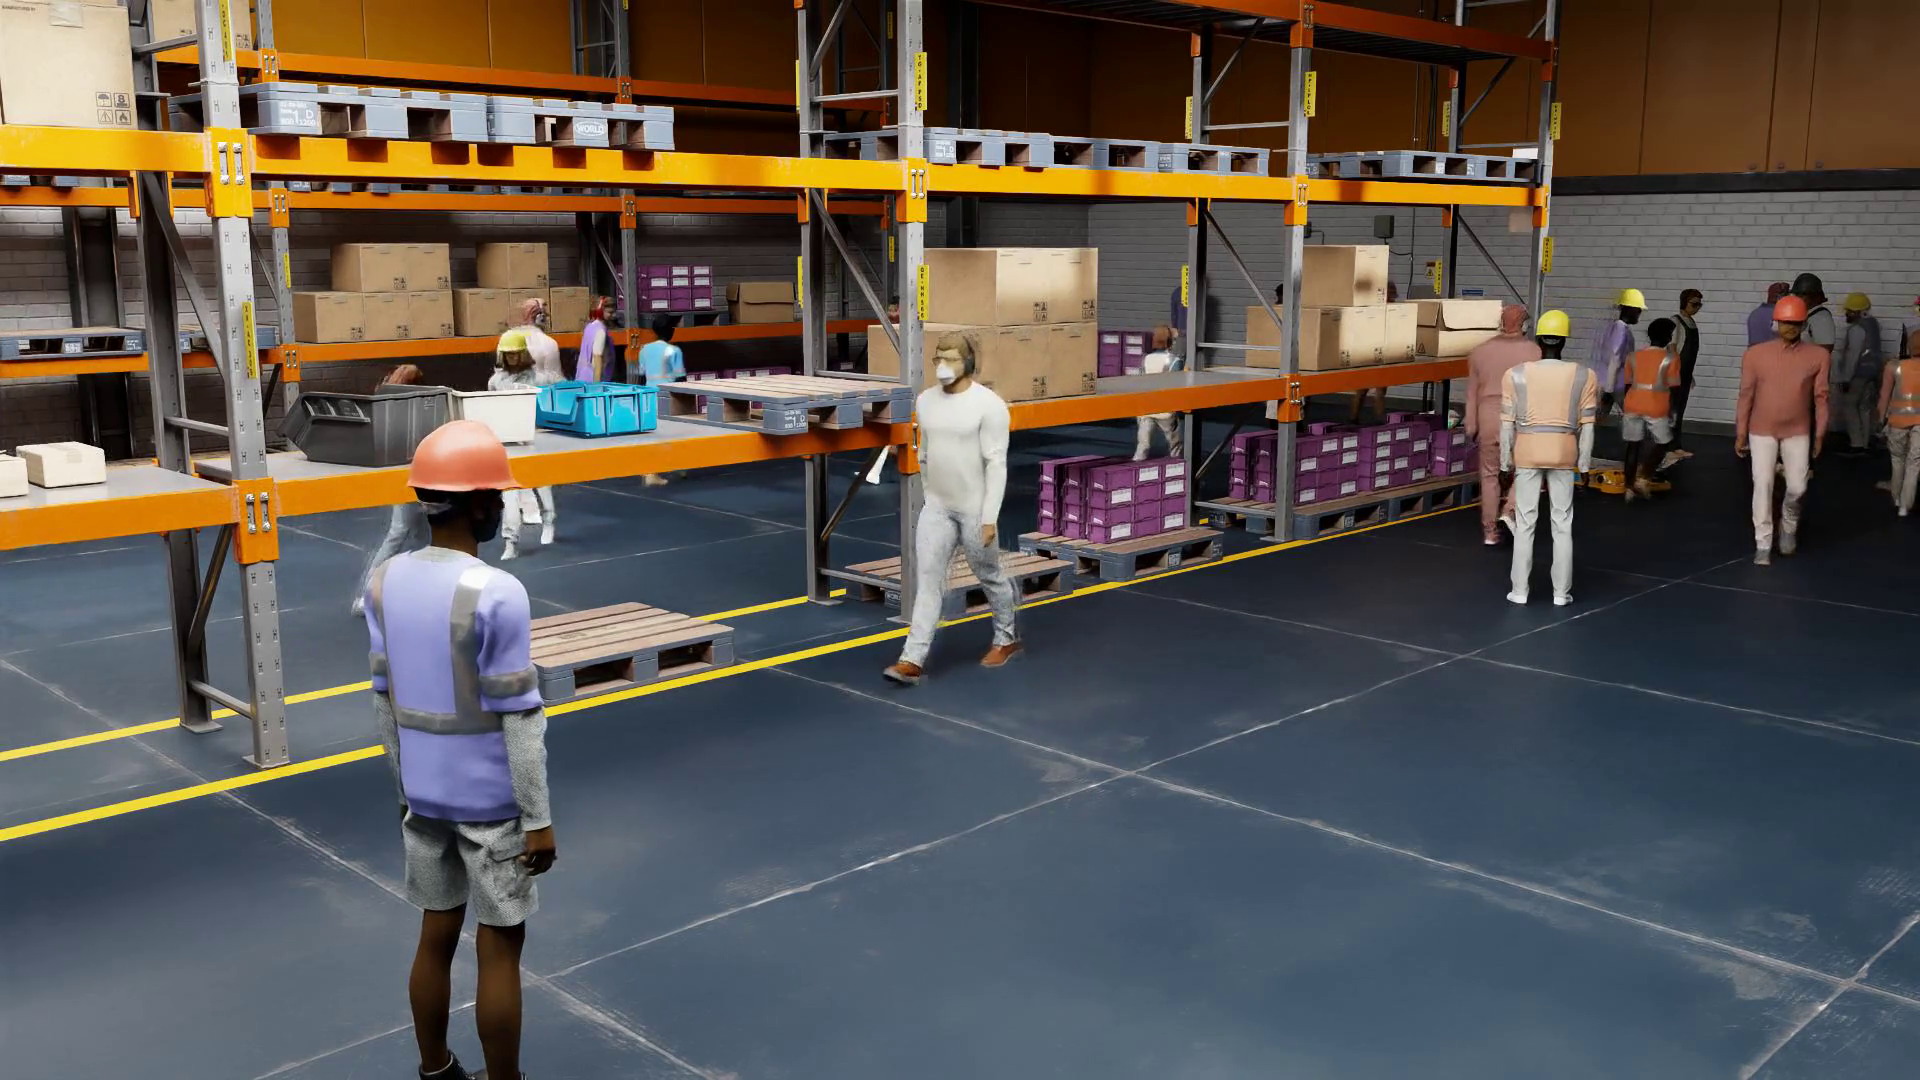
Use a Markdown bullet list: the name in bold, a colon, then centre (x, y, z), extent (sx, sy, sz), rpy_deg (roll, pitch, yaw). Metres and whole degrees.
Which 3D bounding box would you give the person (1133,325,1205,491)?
- **person**: centre (1.853, -1.141, 15.066), extent (0.872, 1.585, 0.532), rpy_deg (-8, 13, -38)

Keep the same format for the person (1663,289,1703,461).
- **person**: centre (7.753, -1.775, 17.877), extent (0.504, 1.840, 0.345), rpy_deg (-10, 14, -44)

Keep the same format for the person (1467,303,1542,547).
- **person**: centre (4.190, -0.860, 12.753), extent (0.661, 1.893, 0.484), rpy_deg (7, 13, 35)

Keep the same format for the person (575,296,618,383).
- **person**: centre (-3.527, -1.555, 16.768), extent (0.921, 1.790, 0.613), rpy_deg (-6, 12, -28)

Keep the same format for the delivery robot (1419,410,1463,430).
- **delivery robot**: centre (5.351, -1.279, 18.417), extent (0.477, 0.478, 0.707), rpy_deg (-3, 11, -18)

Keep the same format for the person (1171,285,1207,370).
- **person**: centre (3.432, -3.123, 24.953), extent (0.376, 1.940, 0.629), rpy_deg (-9, 14, -41)

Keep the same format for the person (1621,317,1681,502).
- **person**: centre (6.184, -1.156, 14.916), extent (0.367, 1.673, 0.564), rpy_deg (-9, 14, -40)

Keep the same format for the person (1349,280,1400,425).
- **person**: centre (5.004, -2.156, 19.879), extent (0.822, 1.874, 0.572), rpy_deg (6, 12, 29)

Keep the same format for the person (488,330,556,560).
- **person**: centre (-3.317, -0.749, 12.656), extent (0.494, 1.712, 0.842), rpy_deg (0, 10, 0)

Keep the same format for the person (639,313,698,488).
- **person**: centre (-2.795, -1.364, 16.110), extent (0.554, 1.648, 0.864), rpy_deg (8, 13, 38)

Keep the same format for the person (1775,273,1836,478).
- **person**: centre (8.336, -1.636, 16.567), extent (0.539, 2.000, 0.688), rpy_deg (1, 10, 3)

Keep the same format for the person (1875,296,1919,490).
- **person**: centre (9.180, -1.406, 15.542), extent (0.856, 1.962, 0.626), rpy_deg (5, 12, 26)

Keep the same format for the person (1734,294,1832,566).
- **person**: centre (6.012, -0.806, 12.196), extent (0.624, 1.978, 0.470), rpy_deg (5, 11, 24)

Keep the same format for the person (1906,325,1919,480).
- **person**: centre (9.604, -1.489, 16.343), extent (0.804, 1.842, 0.547), rpy_deg (-5, 11, -23)

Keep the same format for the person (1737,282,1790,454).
- **person**: centre (8.967, -1.898, 18.418), extent (0.404, 1.895, 0.662), rpy_deg (-2, 11, -10)

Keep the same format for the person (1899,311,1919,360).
- **person**: centre (10.226, -1.751, 17.535), extent (0.597, 1.915, 0.370), rpy_deg (7, 12, 33)

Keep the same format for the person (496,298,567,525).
- **person**: centre (-3.511, -1.068, 13.892), extent (0.641, 1.889, 0.529), rpy_deg (8, 13, 37)

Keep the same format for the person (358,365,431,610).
- **person**: centre (-3.589, -0.337, 10.738), extent (0.488, 1.579, 0.885), rpy_deg (8, 13, 38)

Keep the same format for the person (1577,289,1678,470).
- **person**: centre (6.724, -1.599, 16.851), extent (1.038, 1.864, 0.602), rpy_deg (2, 11, 12)

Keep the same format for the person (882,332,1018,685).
- **person**: centre (-0.003, -0.170, 8.998), extent (0.644, 1.891, 1.032), rpy_deg (8, 13, 36)

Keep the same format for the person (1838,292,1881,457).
- **person**: centre (9.793, -1.799, 18.121), extent (0.408, 1.809, 0.756), rpy_deg (10, 14, 43)

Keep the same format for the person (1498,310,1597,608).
- **person**: centre (3.792, -0.520, 10.791), extent (0.590, 1.926, 0.388), rpy_deg (3, 11, 17)

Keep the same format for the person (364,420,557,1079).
- **person**: centre (-1.274, 0.651, 4.378), extent (0.552, 1.935, 0.361), rpy_deg (6, 12, 30)

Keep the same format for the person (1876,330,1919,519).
- **person**: centre (8.188, -0.998, 14.282), extent (0.538, 1.588, 0.876), rpy_deg (7, 13, 34)

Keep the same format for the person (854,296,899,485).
- **person**: centre (-0.605, -1.440, 16.095), extent (0.551, 1.817, 0.961), rpy_deg (10, 15, 44)

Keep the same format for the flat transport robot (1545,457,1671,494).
- **flat transport robot**: centre (6.053, -0.652, 16.028), extent (0.652, 0.197, 1.431), rpy_deg (-5, 11, -24)

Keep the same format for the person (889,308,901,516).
- **person**: centre (-0.372, -1.171, 14.365), extent (0.562, 1.918, 0.554), rpy_deg (8, 13, 37)

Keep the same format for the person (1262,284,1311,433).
- **person**: centre (3.123, -1.480, 15.919), extent (0.367, 1.966, 0.607), rpy_deg (-10, 14, -43)

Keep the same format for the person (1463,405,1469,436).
- **person**: centre (5.409, -1.553, 17.284), extent (0.662, 1.594, 0.497), rpy_deg (-3, 11, -15)
